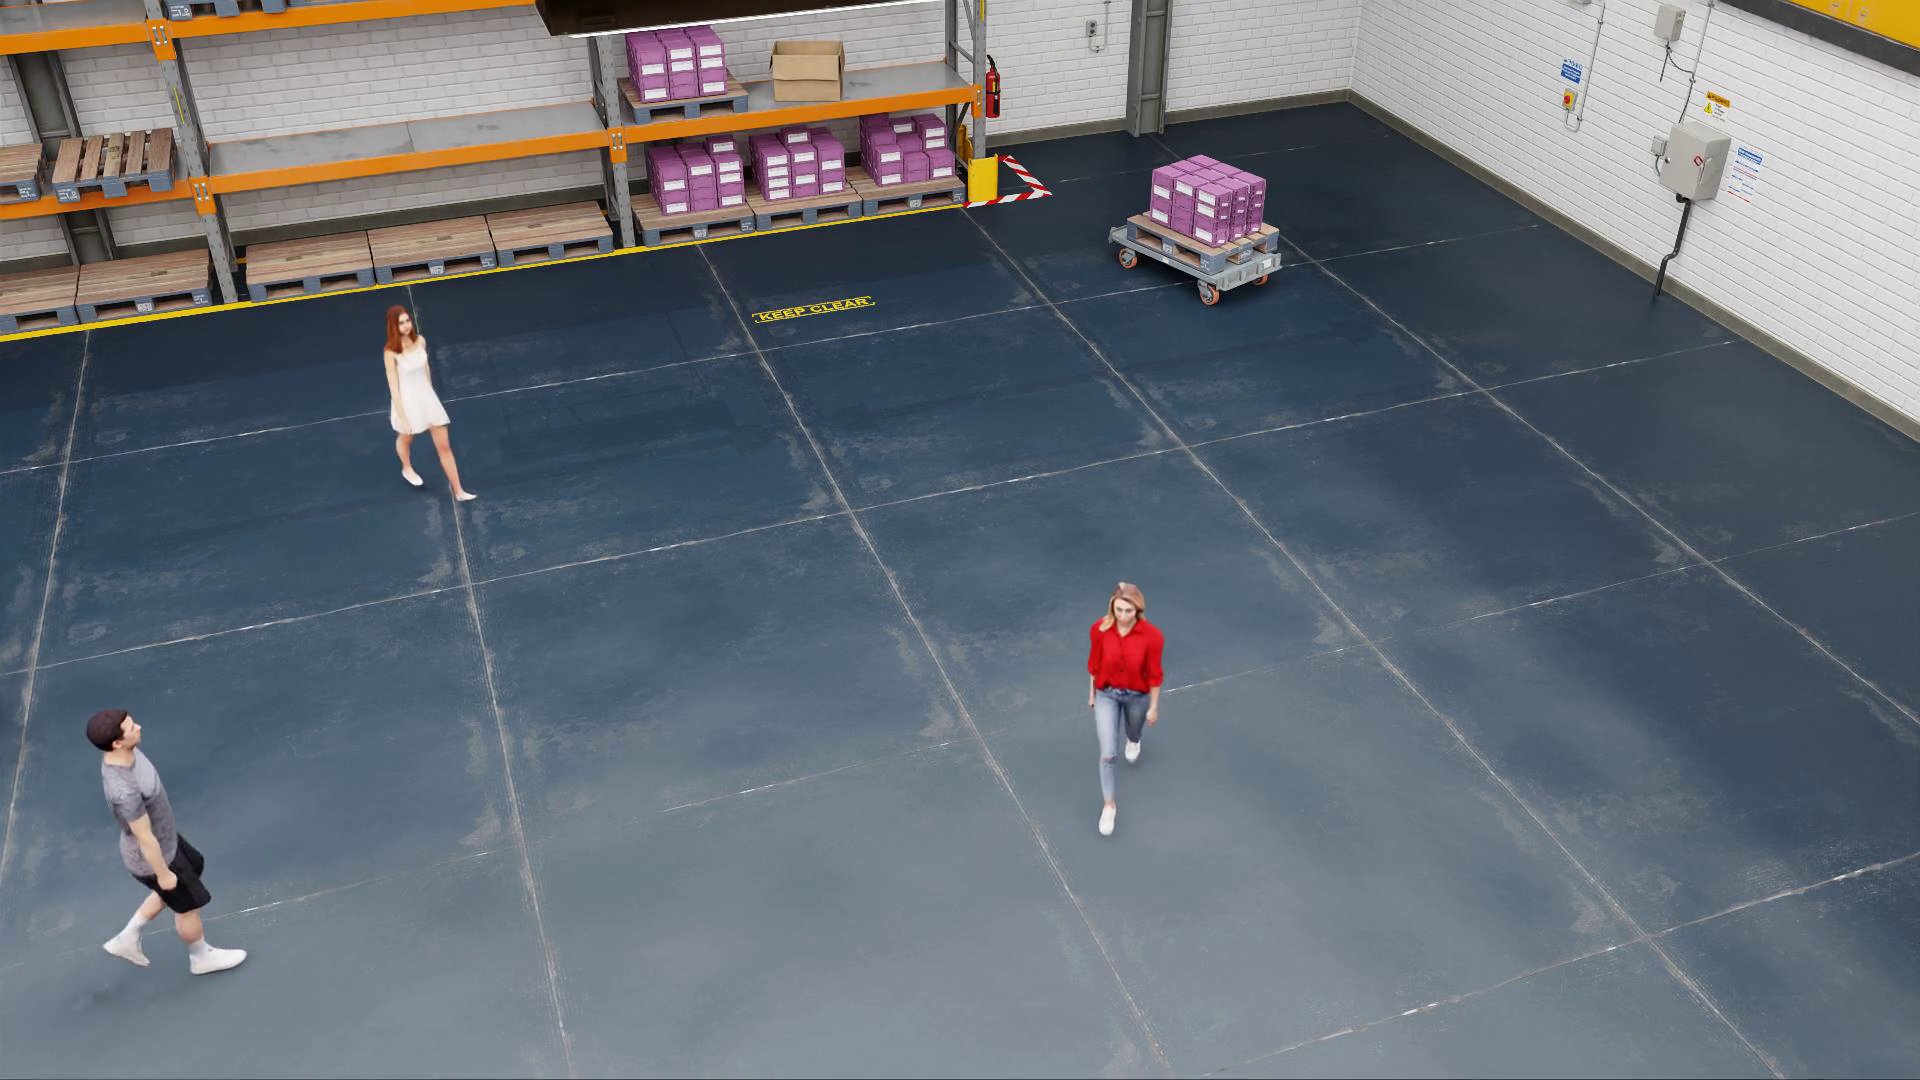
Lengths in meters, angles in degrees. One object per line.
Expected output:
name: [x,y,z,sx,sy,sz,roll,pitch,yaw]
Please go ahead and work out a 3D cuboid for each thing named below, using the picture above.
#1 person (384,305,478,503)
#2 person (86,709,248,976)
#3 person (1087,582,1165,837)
person: [-4.383,-1.091,13.209,0.991,1.653,1.160,27,42,34]
person: [-4.395,1.674,8.868,0.903,1.854,0.679,-13,36,-19]
person: [1.013,0.922,10.163,1.129,1.673,1.056,6,34,10]
